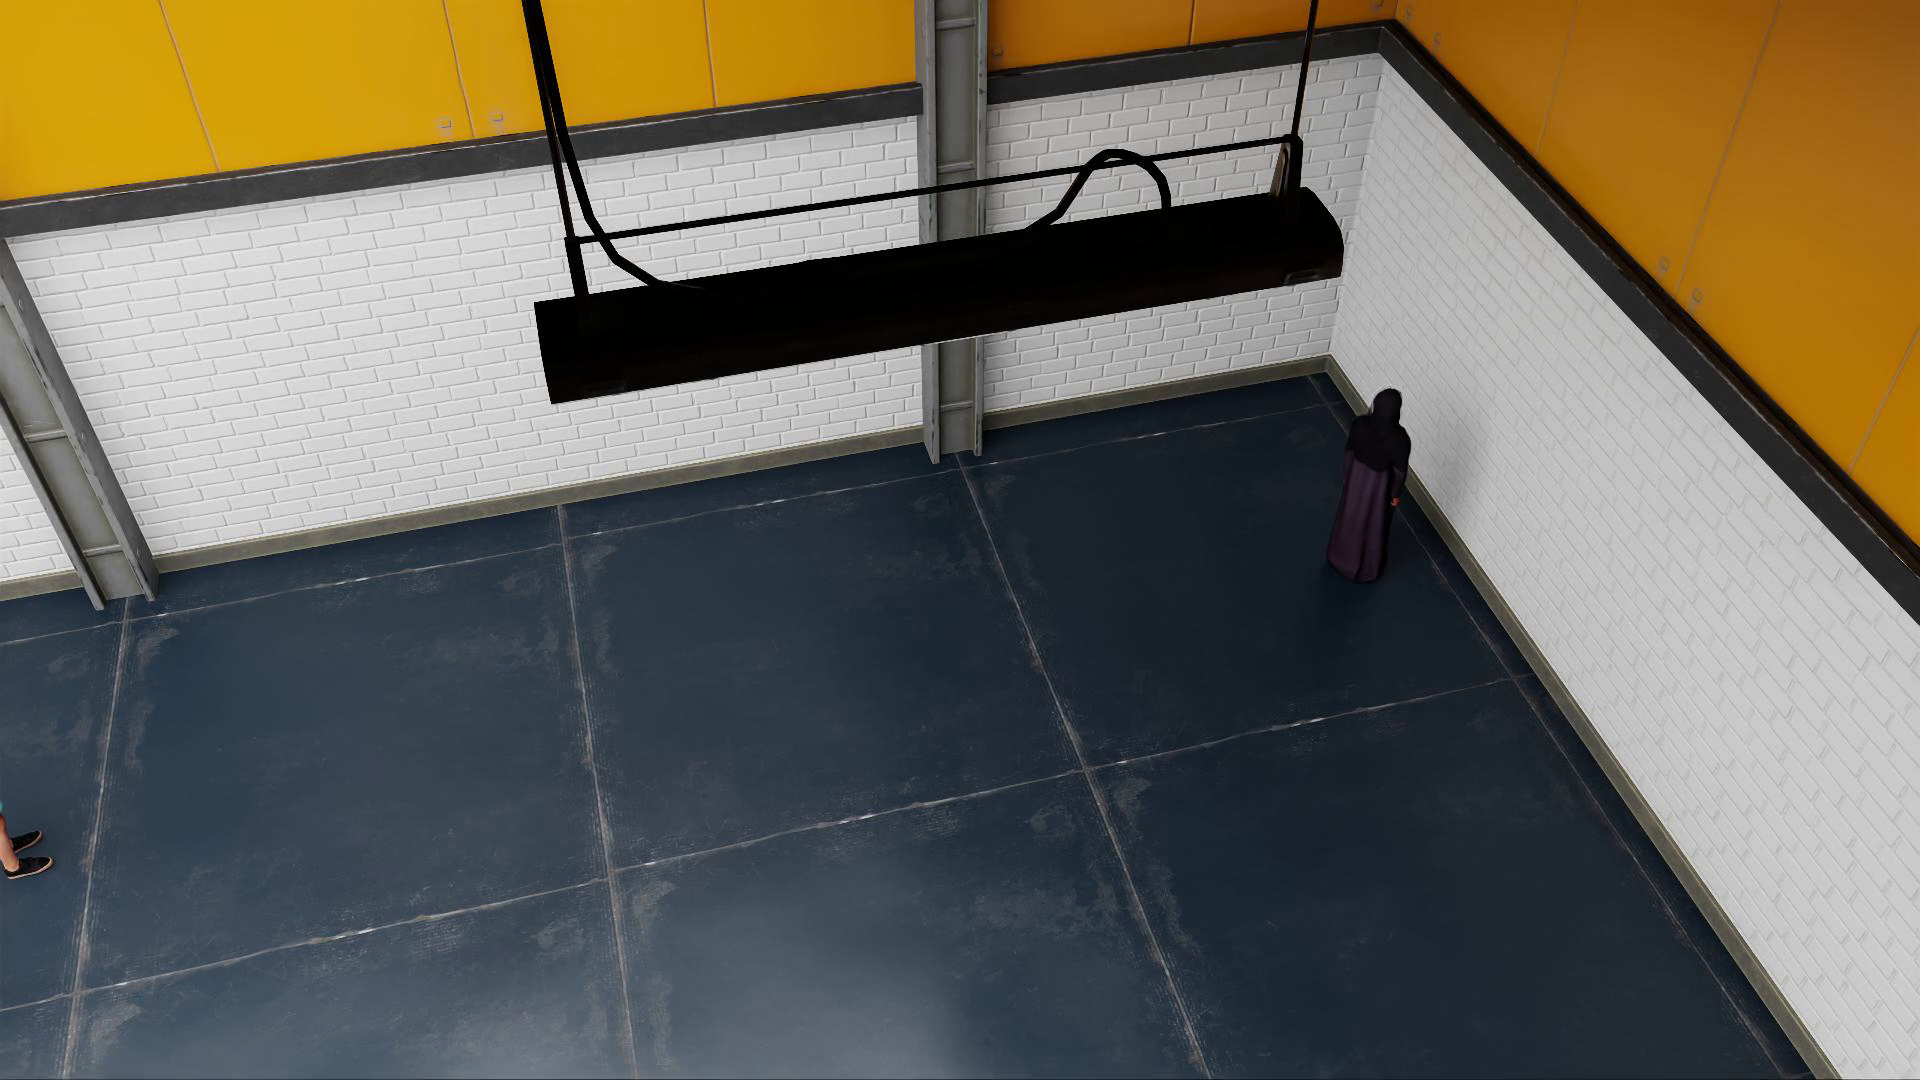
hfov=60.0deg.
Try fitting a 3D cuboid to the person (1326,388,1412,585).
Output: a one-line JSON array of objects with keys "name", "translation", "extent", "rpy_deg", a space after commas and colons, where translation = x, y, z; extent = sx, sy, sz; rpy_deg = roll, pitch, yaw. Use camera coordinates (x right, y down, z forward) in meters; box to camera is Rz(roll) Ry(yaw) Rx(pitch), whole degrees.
[{"name": "person", "translation": [2.792, -0.396, 11.309], "extent": [0.711, 1.611, 0.753], "rpy_deg": [29, 51, 27]}]
